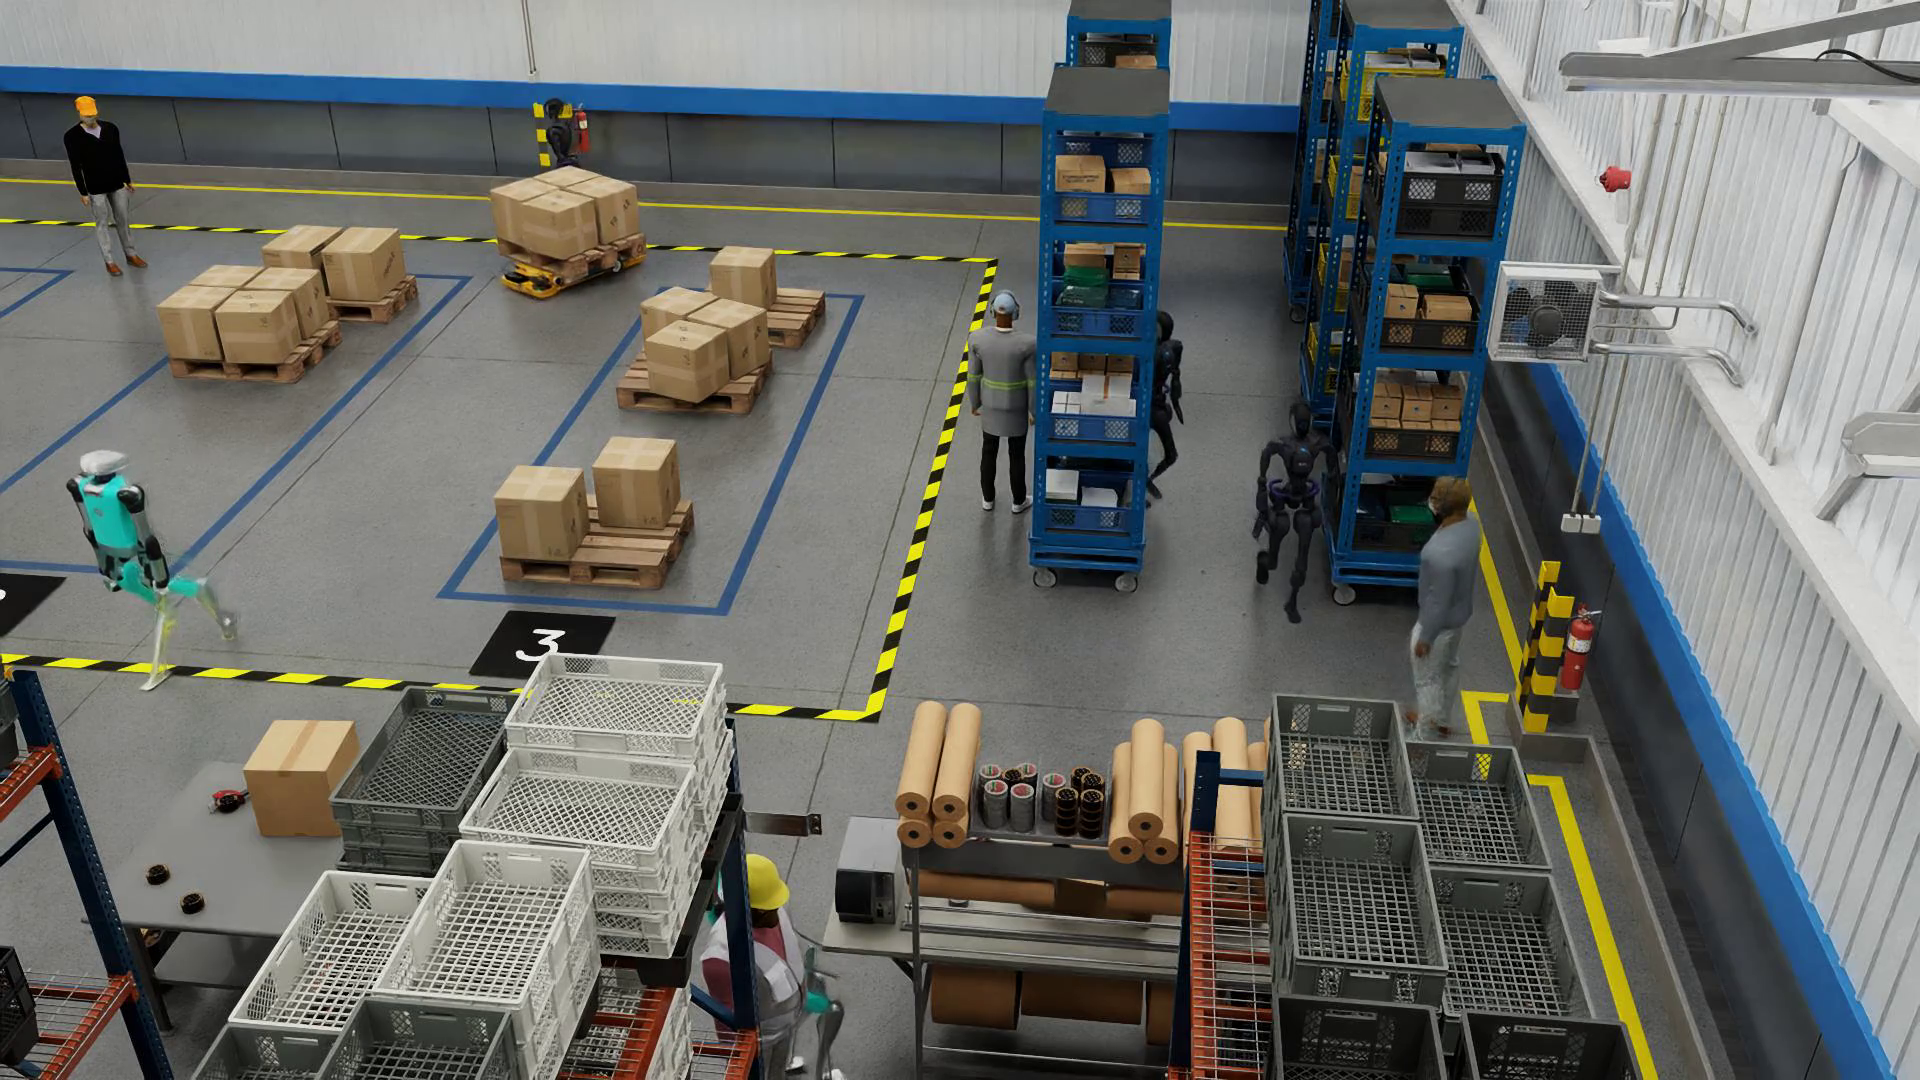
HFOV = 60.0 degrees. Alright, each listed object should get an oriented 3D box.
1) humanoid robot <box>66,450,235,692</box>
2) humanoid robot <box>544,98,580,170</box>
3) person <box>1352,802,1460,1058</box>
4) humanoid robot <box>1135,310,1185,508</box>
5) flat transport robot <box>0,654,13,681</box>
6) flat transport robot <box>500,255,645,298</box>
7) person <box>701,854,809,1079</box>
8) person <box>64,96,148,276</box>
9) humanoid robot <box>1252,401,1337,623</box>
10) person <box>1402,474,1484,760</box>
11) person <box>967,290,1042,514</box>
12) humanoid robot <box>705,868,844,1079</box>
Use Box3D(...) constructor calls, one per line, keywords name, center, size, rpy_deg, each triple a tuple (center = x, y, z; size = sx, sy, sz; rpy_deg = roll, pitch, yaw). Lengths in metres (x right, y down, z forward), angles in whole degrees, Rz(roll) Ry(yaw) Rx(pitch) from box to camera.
Box3D(name="humanoid robot", center=(-5.295, 0.079, 11.100), size=(0.541, 1.784, 0.915), rpy_deg=(9, 31, 15))
Box3D(name="humanoid robot", center=(-4.317, -4.015, 18.235), size=(0.791, 1.635, 0.612), rpy_deg=(-2, 30, -3))
Box3D(name="person", center=(2.017, 1.955, 7.657), size=(0.649, 1.929, 0.466), rpy_deg=(22, 37, 32))
Box3D(name="humanoid robot", center=(1.506, -1.017, 13.013), size=(0.611, 1.648, 0.334), rpy_deg=(-21, 36, -32))
Box3D(name="flat transport robot", center=(-7.142, 0.969, 11.010), size=(1.431, 0.231, 0.659), rpy_deg=(3, 30, 6))
Box3D(name="flat transport robot", center=(-4.116, -2.938, 17.691), size=(0.652, 0.197, 1.431), rpy_deg=(22, 37, 32))
Box3D(name="person", center=(-0.882, 2.127, 7.464), size=(0.404, 1.830, 0.601), rpy_deg=(11, 32, 18))
Box3D(name="person", center=(-8.974, -3.726, 17.470), size=(0.379, 1.880, 0.589), rpy_deg=(20, 35, 30))
Box3D(name="humanoid robot", center=(2.353, -0.253, 11.727), size=(0.590, 1.640, 0.589), rpy_deg=(-2, 30, -4))
Box3D(name="person", center=(2.947, 0.469, 10.210), size=(0.356, 1.936, 0.634), rpy_deg=(17, 34, 27))
Box3D(name="person", center=(0.353, -1.070, 12.938), size=(0.587, 1.853, 0.378), rpy_deg=(8, 31, 14))
Box3D(name="humanoid robot", center=(-0.803, 1.982, 7.844), size=(0.852, 1.795, 0.566), rpy_deg=(-10, 32, -17))
